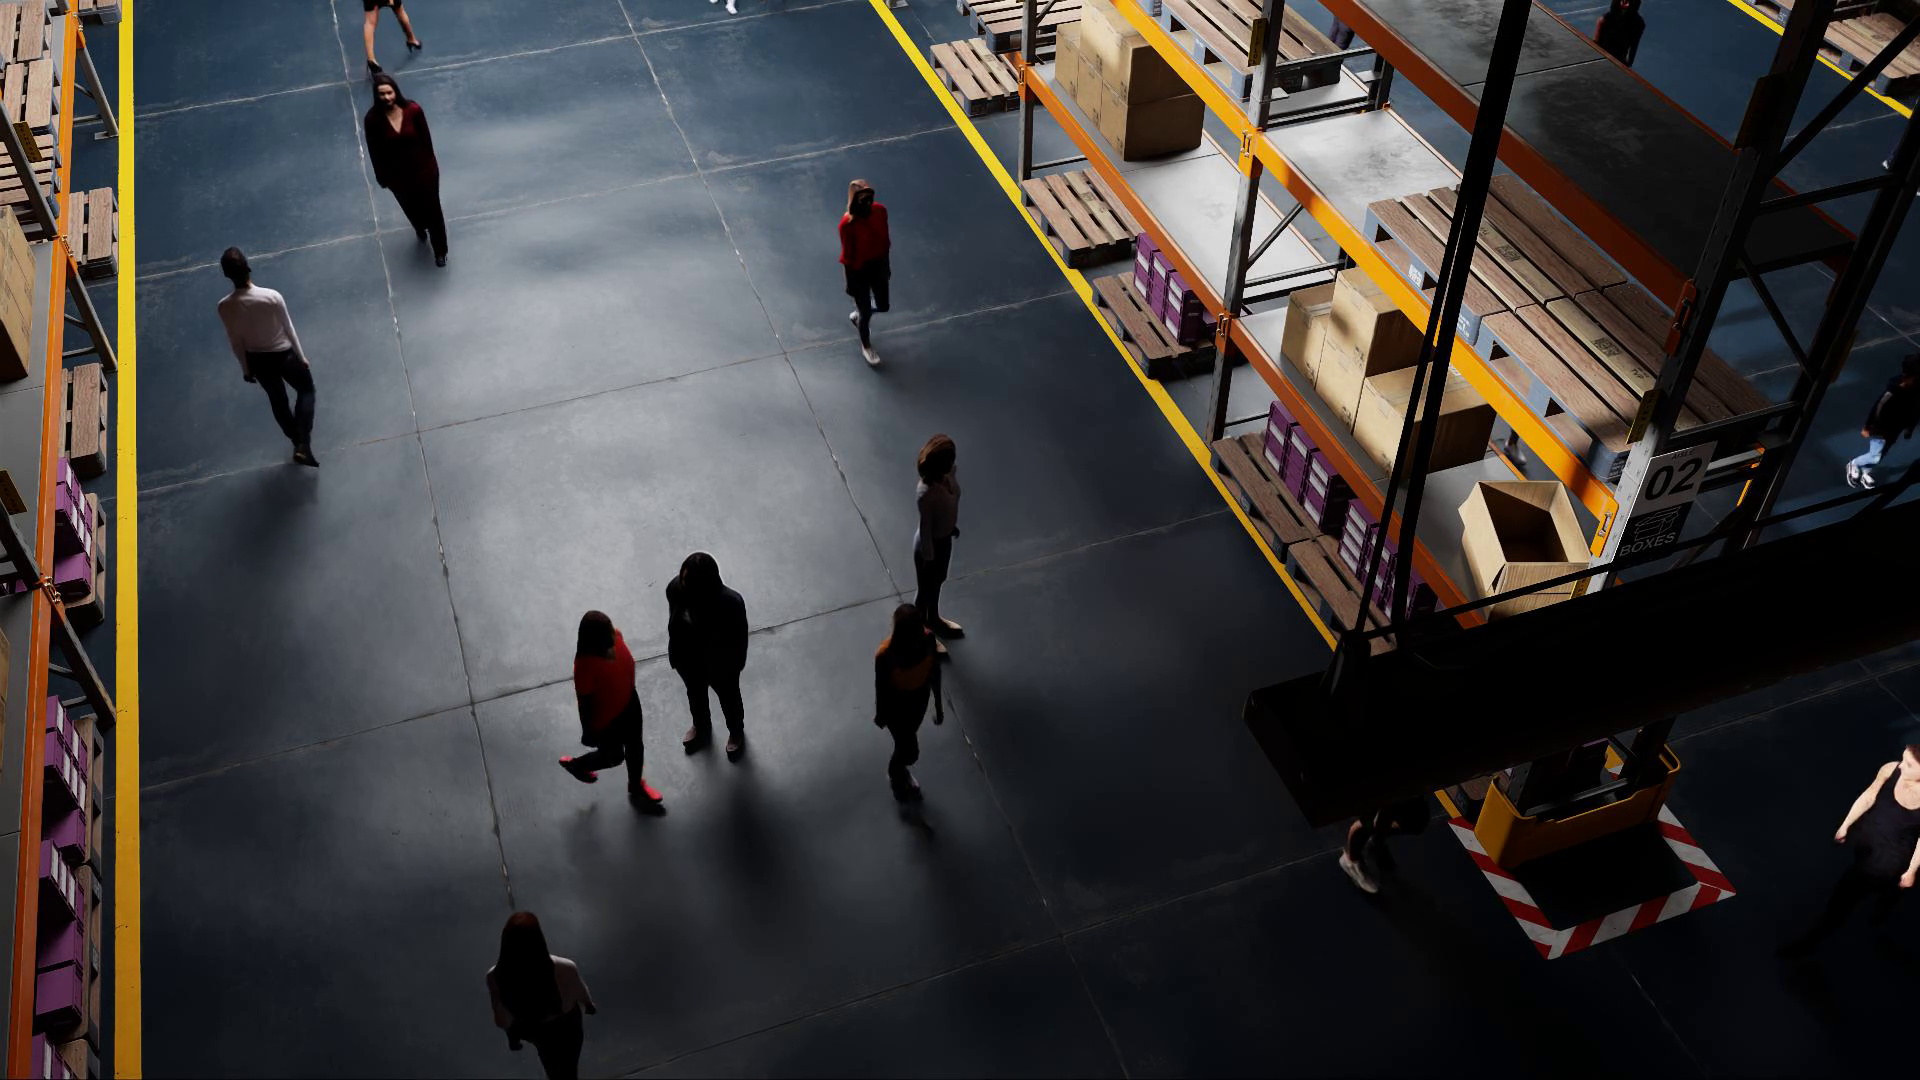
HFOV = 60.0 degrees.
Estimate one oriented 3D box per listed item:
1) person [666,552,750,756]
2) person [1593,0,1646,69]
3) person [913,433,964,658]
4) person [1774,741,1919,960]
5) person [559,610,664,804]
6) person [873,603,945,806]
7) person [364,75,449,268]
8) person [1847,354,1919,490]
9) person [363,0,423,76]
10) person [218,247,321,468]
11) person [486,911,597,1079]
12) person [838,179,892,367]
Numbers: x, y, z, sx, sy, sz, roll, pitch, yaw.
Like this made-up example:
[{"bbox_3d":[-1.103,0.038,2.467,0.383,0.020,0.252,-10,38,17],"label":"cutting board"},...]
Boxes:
[{"bbox_3d":[-1.566,0.704,10.324,0.802,1.597,0.843,11,45,12],"label":"person"},{"bbox_3d":[6.041,-4.414,15.606,0.725,1.722,0.782,8,44,8],"label":"person"},{"bbox_3d":[-0.166,0.008,10.913,0.706,1.793,0.655,19,47,19],"label":"person"},{"bbox_3d":[5.195,1.684,9.263,0.661,1.644,1.050,-15,46,-15],"label":"person"},{"bbox_3d":[-2.173,0.996,9.963,0.997,1.674,0.942,15,46,15],"label":"person"},{"bbox_3d":[-0.369,0.917,10.087,0.643,1.617,0.673,-27,50,-26],"label":"person"},{"bbox_3d":[-4.791,-3.247,14.393,0.683,1.706,1.107,-13,45,-13],"label":"person"},{"bbox_3d":[6.842,-0.896,12.281,0.531,1.216,0.493,-10,45,-11],"label":"person"},{"bbox_3d":[-5.949,-5.515,16.828,0.982,1.632,1.089,15,46,15],"label":"person"},{"bbox_3d":[-5.047,-1.263,12.205,0.723,1.851,0.944,-7,44,-7],"label":"person"},{"bbox_3d":[-2.060,2.520,8.312,0.690,1.744,0.718,-3,44,-3],"label":"person"},{"bbox_3d":[-0.790,-2.182,13.287,0.736,1.690,0.802,-28,50,-26],"label":"person"}]
